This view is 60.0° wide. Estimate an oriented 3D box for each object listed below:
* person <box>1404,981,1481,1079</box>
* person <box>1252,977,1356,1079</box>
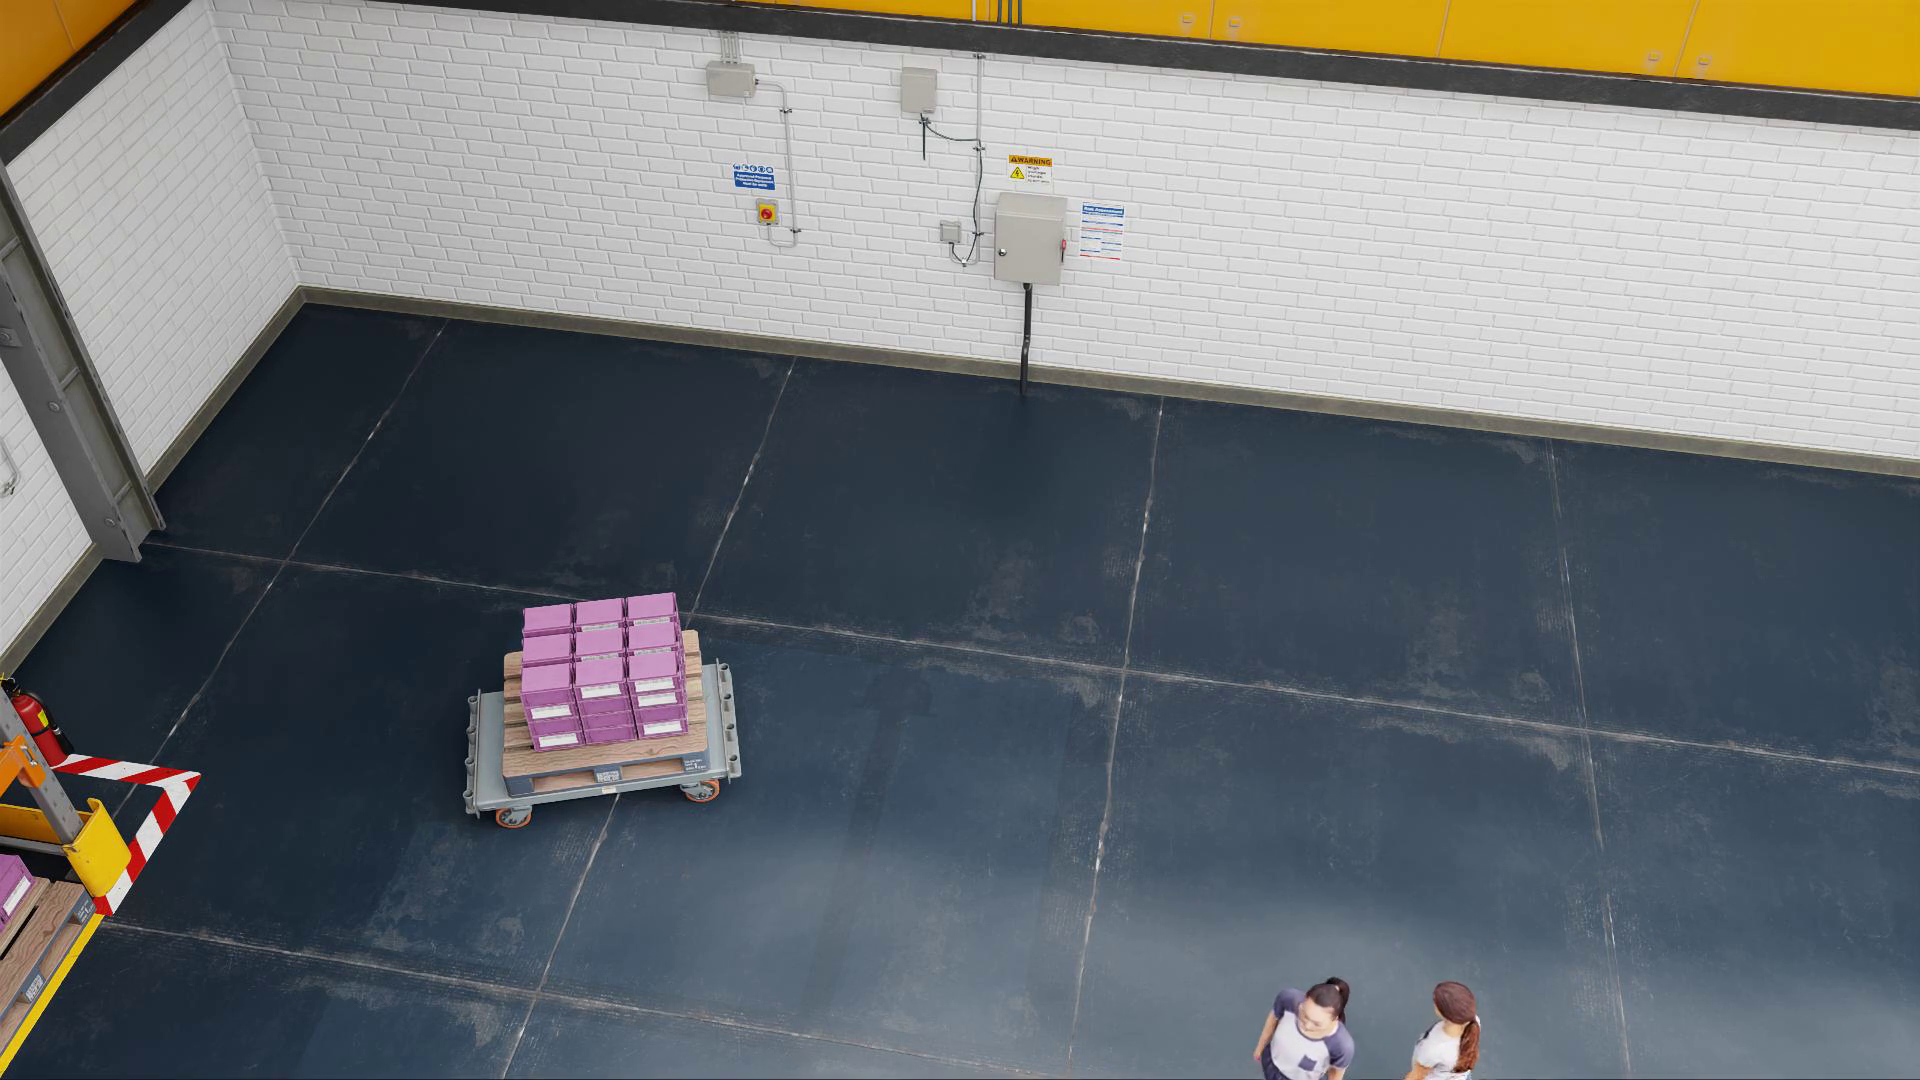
[{"bbox_3d":[2.353,2.688,8.079,0.857,1.544,0.892,-26,49,-24],"label":"person"},{"bbox_3d":[1.695,2.560,8.163,1.078,1.613,1.024,-24,49,-23],"label":"person"}]
